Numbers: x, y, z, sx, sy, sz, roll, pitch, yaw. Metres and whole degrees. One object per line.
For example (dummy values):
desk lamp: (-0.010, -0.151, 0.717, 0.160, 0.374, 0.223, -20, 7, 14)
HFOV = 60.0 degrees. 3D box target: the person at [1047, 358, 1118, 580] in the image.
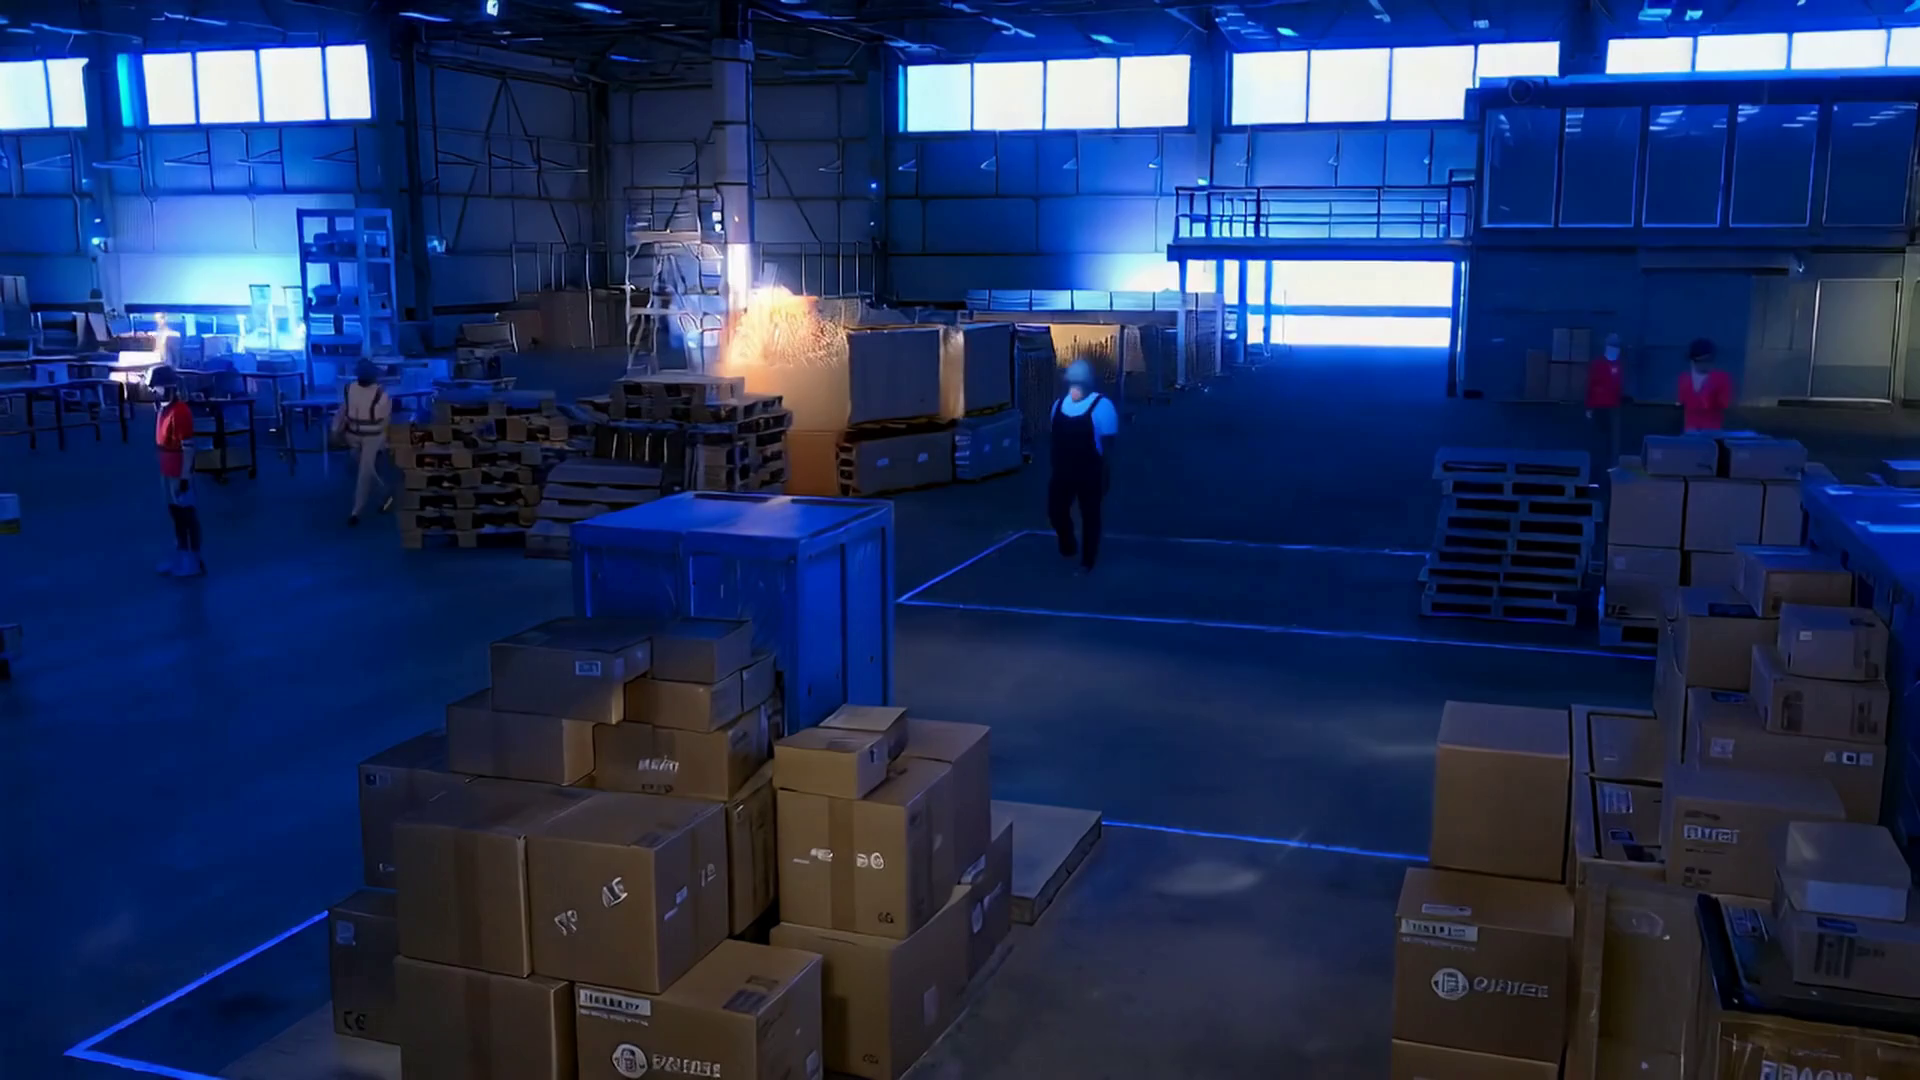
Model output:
person: (1.078, -0.646, 15.080, 0.688, 2.000, 0.537, 6, 12, 32)

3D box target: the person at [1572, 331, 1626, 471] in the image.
person: (8.622, -1.853, 22.308, 0.593, 1.901, 0.921, -3, 11, -17)

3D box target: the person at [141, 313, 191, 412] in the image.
person: (-14.530, -3.264, 30.492, 0.988, 1.813, 0.570, -8, 13, -38)

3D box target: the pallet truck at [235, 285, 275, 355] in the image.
pallet truck: (-18.327, -5.835, 44.421, 0.823, 1.965, 1.885, 4, 11, 23)

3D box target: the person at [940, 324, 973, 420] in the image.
person: (-0.055, -2.756, 27.880, 0.544, 1.719, 0.922, 0, 10, 1)

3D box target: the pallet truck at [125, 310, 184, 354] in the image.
pallet truck: (-22.038, -5.665, 45.457, 0.704, 1.261, 1.522, 3, 11, 17)

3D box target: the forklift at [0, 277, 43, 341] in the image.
forklift: (-27.151, -6.329, 46.328, 1.157, 1.987, 2.680, 3, 11, 17)

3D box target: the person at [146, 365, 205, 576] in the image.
person: (-7.241, -0.641, 15.339, 0.545, 1.938, 0.356, 9, 14, 42)

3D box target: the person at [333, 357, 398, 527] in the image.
person: (-6.472, -1.105, 18.269, 0.602, 1.834, 0.977, 3, 10, 16)

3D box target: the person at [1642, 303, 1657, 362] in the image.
person: (17.462, -5.374, 42.077, 0.639, 1.902, 0.406, -4, 11, -22)

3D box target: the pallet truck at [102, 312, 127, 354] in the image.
pallet truck: (-23.057, -5.777, 46.261, 0.680, 1.201, 1.601, 3, 11, 19)

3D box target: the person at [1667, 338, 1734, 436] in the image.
person: (8.046, -1.182, 18.158, 0.921, 2.012, 0.655, -7, 12, -33)

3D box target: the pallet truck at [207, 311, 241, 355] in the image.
pallet truck: (-19.537, -5.575, 44.913, 0.653, 1.274, 1.630, 3, 11, 19)

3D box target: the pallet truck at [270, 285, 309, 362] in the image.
pallet truck: (-17.147, -5.700, 43.663, 0.823, 1.965, 1.885, 3, 11, 17)
